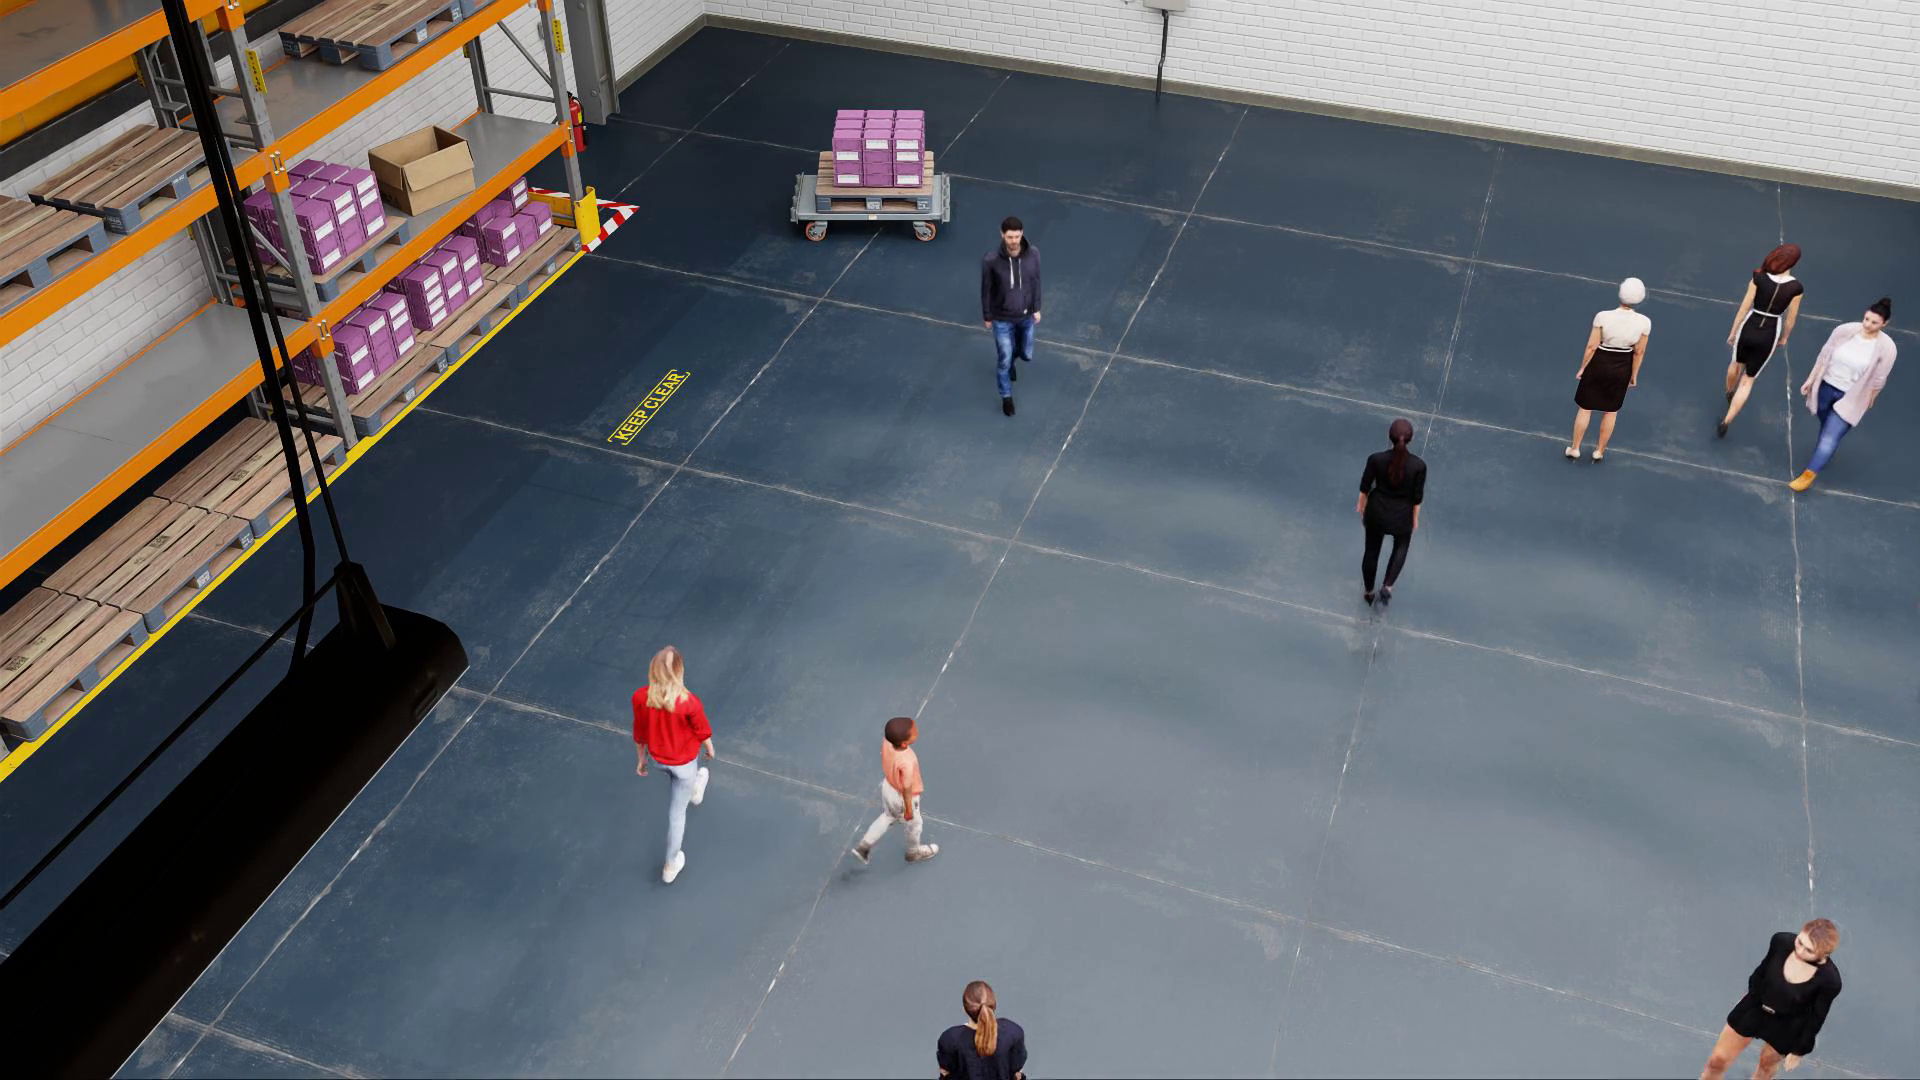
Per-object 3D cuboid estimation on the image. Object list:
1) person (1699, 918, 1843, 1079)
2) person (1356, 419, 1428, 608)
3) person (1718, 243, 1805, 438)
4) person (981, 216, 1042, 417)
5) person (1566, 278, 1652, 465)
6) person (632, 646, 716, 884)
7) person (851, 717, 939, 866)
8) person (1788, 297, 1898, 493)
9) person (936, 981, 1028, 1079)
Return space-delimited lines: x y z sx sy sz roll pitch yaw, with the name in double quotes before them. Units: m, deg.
"person" 4.388 2.548 8.876 0.956 1.746 0.860 -24 44 -27
"person" 3.157 -0.131 12.307 0.610 1.651 0.542 13 40 16
"person" 6.736 -1.639 14.101 0.735 1.769 1.062 20 43 23
"person" 0.440 -2.015 14.485 0.949 1.877 1.055 -8 39 -10
"person" 5.371 -1.382 13.790 0.661 1.755 0.556 9 39 11
"person" -1.800 1.438 10.341 0.697 1.653 1.131 9 39 11
"person" -0.428 1.595 10.429 0.854 1.298 0.767 -19 42 -22
"person" 7.303 -1.256 13.673 1.189 1.705 1.065 -23 44 -26
"person" 0.131 2.895 8.502 0.759 1.670 0.814 -5 39 -6
